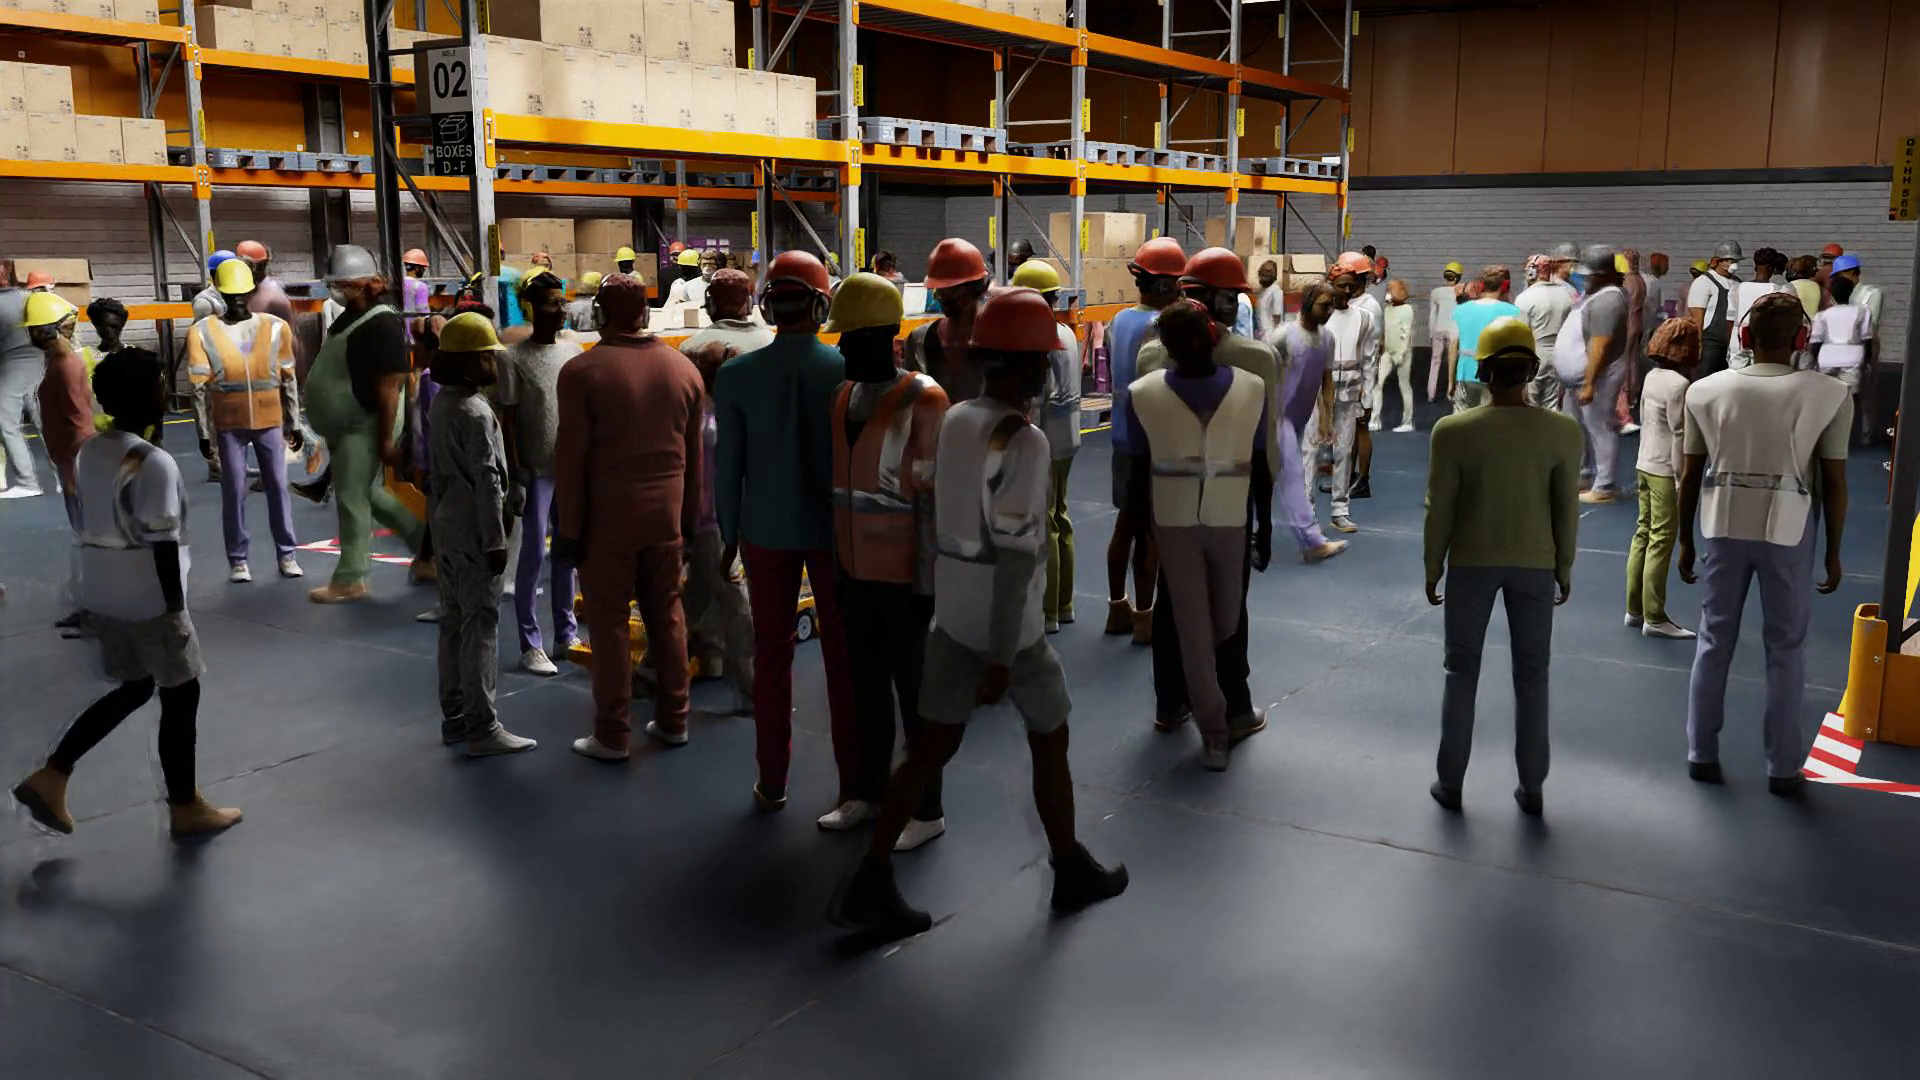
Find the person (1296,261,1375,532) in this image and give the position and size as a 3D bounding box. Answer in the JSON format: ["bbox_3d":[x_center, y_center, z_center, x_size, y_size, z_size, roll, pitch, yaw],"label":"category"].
[{"bbox_3d":[2.584,-0.980,11.519,0.581,1.879,0.355,-1,10,-6],"label":"person"}]

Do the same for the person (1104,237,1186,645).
[{"bbox_3d":[0.960,-0.482,8.335,0.399,2.040,0.610,-4,11,-23],"label":"person"}]

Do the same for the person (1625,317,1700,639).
[{"bbox_3d":[3.624,-0.320,8.532,0.285,1.633,0.497,0,10,2],"label":"person"}]

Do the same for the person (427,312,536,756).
[{"bbox_3d":[-1.914,-0.024,6.587,0.301,1.743,0.493,-8,13,-38],"label":"person"}]

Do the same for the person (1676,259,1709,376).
[{"bbox_3d":[9.713,-2.811,21.969,0.311,1.768,0.533,-6,12,-31],"label":"person"}]

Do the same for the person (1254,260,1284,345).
[{"bbox_3d":[3.419,-2.205,18.518,0.414,1.804,0.701,-2,10,-9],"label":"person"}]

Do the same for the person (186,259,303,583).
[{"bbox_3d":[-4.230,-0.700,9.875,0.591,1.912,0.399,-7,12,-32],"label":"person"}]

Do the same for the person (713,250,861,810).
[{"bbox_3d":[-0.560,-0.024,5.923,0.610,1.984,0.399,0,10,-2],"label":"person"}]

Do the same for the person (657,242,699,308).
[{"bbox_3d":[-3.983,-3.220,23.599,0.622,1.993,0.383,-3,11,-17],"label":"person"}]

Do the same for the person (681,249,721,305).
[{"bbox_3d":[-2.512,-1.964,16.840,0.635,1.932,0.363,1,10,8],"label":"person"}]

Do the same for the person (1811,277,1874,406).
[{"bbox_3d":[8.461,-1.694,16.004,0.548,1.677,0.629,8,13,39],"label":"person"}]

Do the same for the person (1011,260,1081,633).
[{"bbox_3d":[0.415,-0.476,8.608,0.397,1.920,0.587,4,11,21],"label":"person"}]

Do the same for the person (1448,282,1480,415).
[{"bbox_3d":[4.714,-1.572,15.482,0.514,1.634,0.313,-9,14,-42],"label":"person"}]

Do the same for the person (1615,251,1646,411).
[{"bbox_3d":[7.863,-2.473,19.748,0.401,1.899,0.636,10,14,43],"label":"person"}]

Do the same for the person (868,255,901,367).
[{"bbox_3d":[-1.125,-3.194,23.940,0.421,1.813,0.620,-1,10,-4],"label":"person"}]

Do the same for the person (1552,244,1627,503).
[{"bbox_3d":[4.837,-1.284,12.744,0.576,2.000,0.724,1,10,7],"label":"person"}]

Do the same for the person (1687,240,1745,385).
[{"bbox_3d":[7.772,-2.051,16.993,0.680,2.000,0.535,-5,11,-26],"label":"person"}]

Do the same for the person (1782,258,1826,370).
[{"bbox_3d":[9.004,-2.123,17.984,0.629,1.837,0.430,-3,11,-19],"label":"person"}]

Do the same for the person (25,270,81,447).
[{"bbox_3d":[-8.895,-1.772,16.295,0.572,1.739,0.353,2,10,9],"label":"person"}]

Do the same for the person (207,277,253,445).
[{"bbox_3d":[-7.188,-1.778,16.304,0.290,1.746,0.487,9,14,41],"label":"person"}]

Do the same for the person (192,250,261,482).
[{"bbox_3d":[-6.177,-1.458,14.003,0.415,1.939,0.611,1,10,7],"label":"person"}]

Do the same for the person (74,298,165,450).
[{"bbox_3d":[-5.025,-0.598,9.933,0.536,1.686,0.329,-4,11,-20],"label":"person"}]

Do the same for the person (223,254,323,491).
[{"bbox_3d":[-5.608,-1.365,13.558,0.678,1.909,0.649,4,11,20],"label":"person"}]

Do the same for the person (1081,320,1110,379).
[{"bbox_3d":[1.979,-3.359,24.408,0.408,1.984,0.615,-8,13,-38],"label":"person"}]

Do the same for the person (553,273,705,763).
[{"bbox_3d":[-1.303,-0.087,6.529,0.655,1.895,0.399,-10,14,-44],"label":"person"}]

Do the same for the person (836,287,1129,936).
[{"bbox_3d":[0.058,0.219,4.847,0.971,1.900,0.550,-7,12,-34],"label":"person"}]

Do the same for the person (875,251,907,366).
[{"bbox_3d":[-0.779,-2.097,17.638,0.598,1.905,0.390,-8,13,-37],"label":"person"}]

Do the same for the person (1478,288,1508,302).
[{"bbox_3d":[7.796,-3.193,24.493,0.504,1.613,0.649,4,11,22],"label":"person"}]

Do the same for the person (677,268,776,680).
[{"bbox_3d":[-1.055,-0.303,7.731,0.653,1.894,0.401,-8,13,-38],"label":"person"}]

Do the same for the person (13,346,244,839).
[{"bbox_3d":[-2.773,0.208,5.487,0.539,1.685,0.572,8,13,36],"label":"person"}]

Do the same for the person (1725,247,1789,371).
[{"bbox_3d":[7.796,-1.882,16.304,0.375,1.958,0.598,-9,13,-40],"label":"person"}]
